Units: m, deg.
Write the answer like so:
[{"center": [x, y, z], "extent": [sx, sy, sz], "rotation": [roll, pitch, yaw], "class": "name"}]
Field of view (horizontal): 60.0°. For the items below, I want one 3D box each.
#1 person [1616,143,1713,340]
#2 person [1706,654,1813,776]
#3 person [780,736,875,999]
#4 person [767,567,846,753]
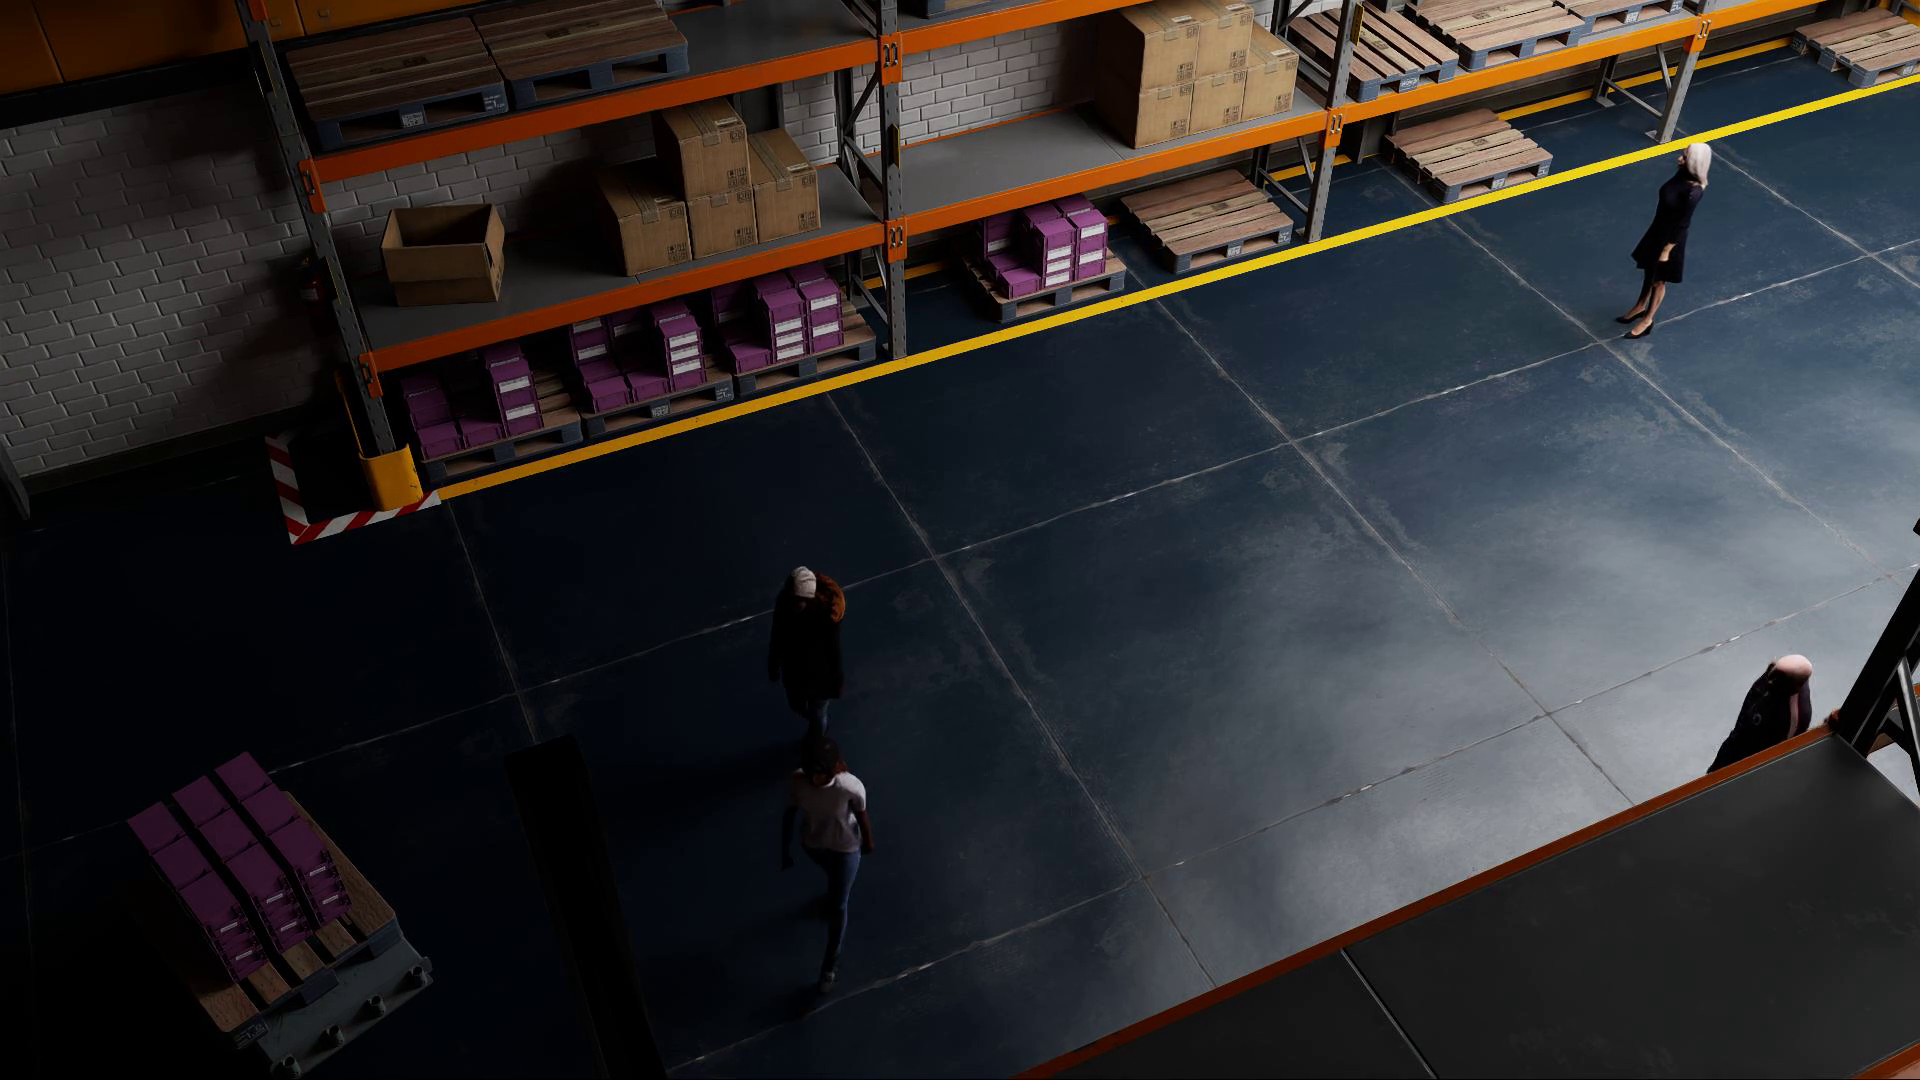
[{"center": [5.582, -2.372, 13.167], "extent": [0.707, 1.747, 0.689], "rotation": [2, 44, 2], "class": "person"}, {"center": [4.553, 1.225, 9.361], "extent": [0.886, 1.787, 0.854], "rotation": [13, 45, 13], "class": "person"}, {"center": [-0.685, 1.590, 9.059], "extent": [1.108, 1.676, 1.112], "rotation": [10, 44, 10], "class": "person"}, {"center": [-0.892, 0.758, 9.965], "extent": [0.790, 1.632, 0.844], "rotation": [18, 47, 18], "class": "person"}]
